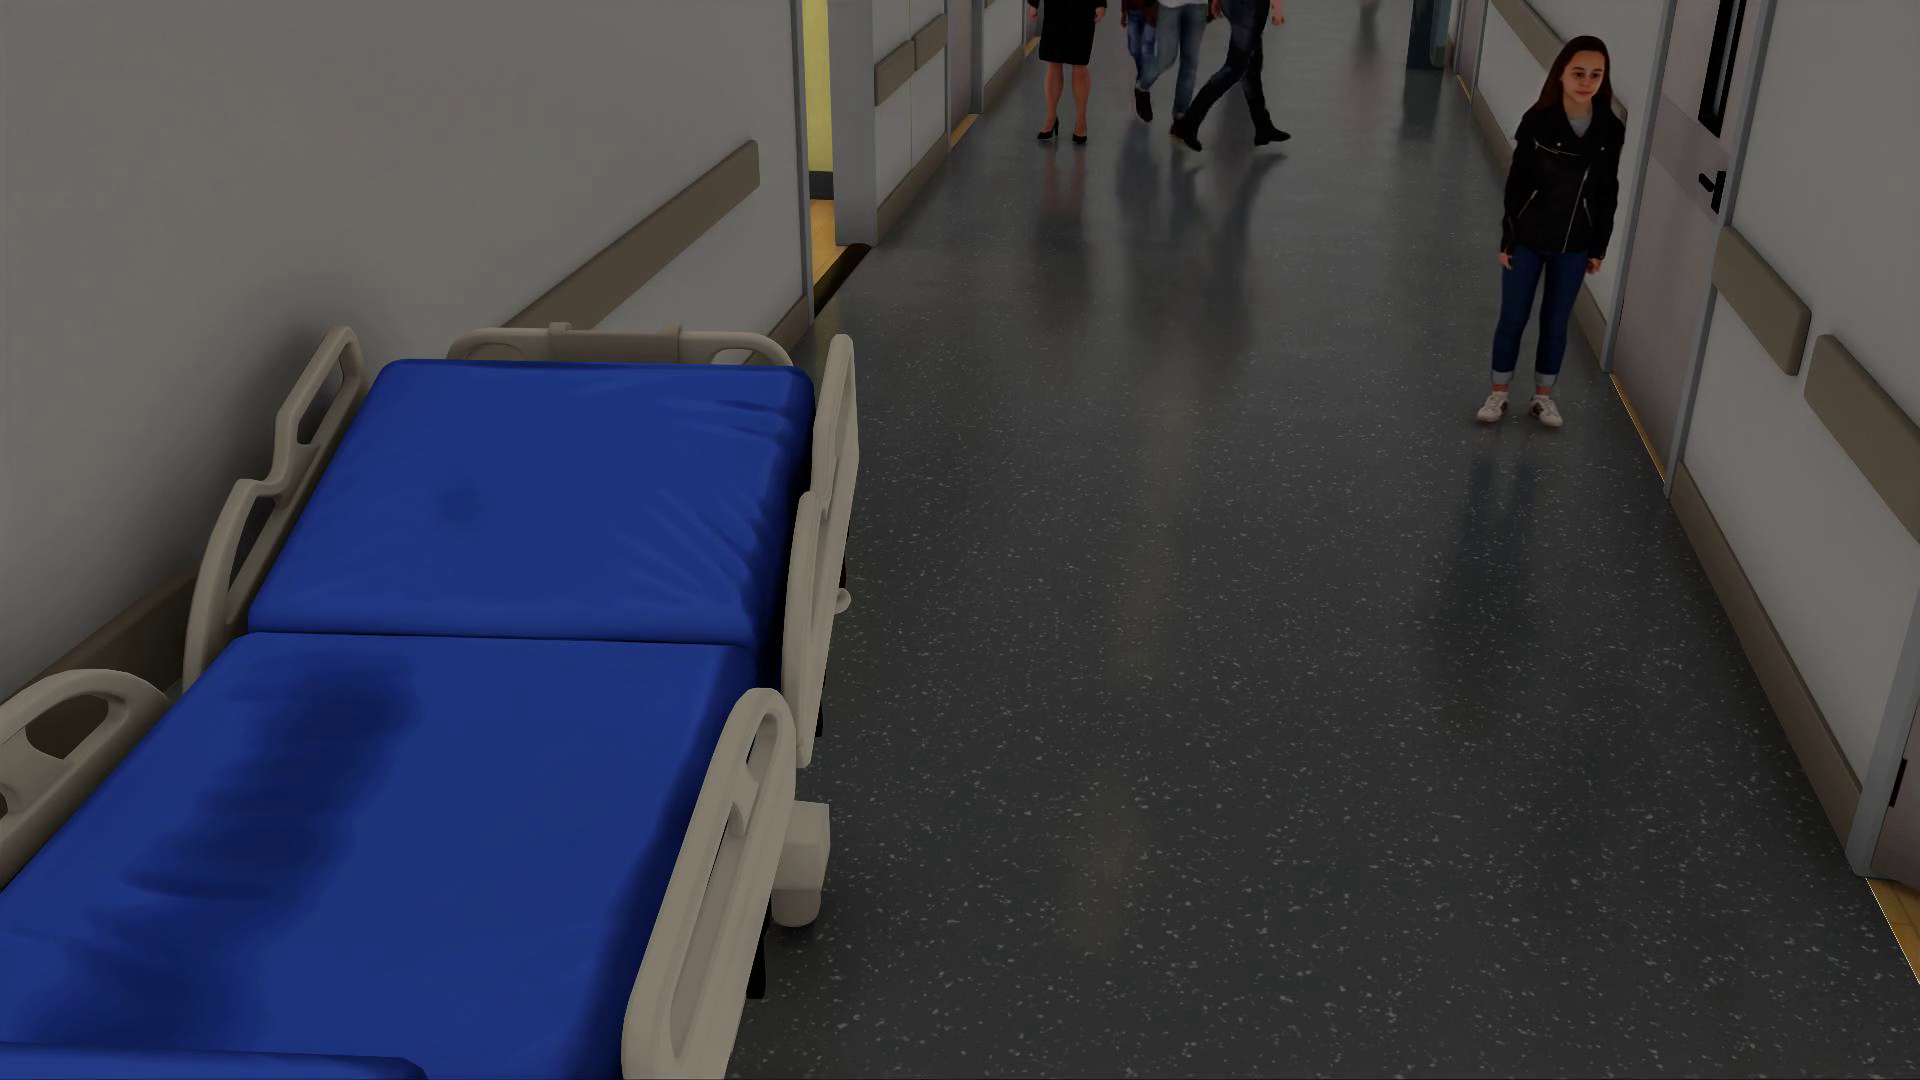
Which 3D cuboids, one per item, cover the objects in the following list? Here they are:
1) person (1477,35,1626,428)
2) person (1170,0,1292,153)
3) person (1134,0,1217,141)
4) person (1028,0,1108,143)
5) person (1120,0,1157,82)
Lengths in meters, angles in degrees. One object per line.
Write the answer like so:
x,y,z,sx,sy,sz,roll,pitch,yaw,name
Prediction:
2.203,-1.135,6.213,0.444,1.478,0.615,6,26,12,person
1.688,-3.310,10.295,1.304,1.850,1.159,-11,28,-22,person
1.381,-3.534,10.810,0.968,1.806,0.987,-10,27,-20,person
0.711,-3.431,10.751,0.620,1.671,0.801,9,27,18,person
1.369,-3.904,12.232,0.791,1.238,0.636,9,27,18,person
